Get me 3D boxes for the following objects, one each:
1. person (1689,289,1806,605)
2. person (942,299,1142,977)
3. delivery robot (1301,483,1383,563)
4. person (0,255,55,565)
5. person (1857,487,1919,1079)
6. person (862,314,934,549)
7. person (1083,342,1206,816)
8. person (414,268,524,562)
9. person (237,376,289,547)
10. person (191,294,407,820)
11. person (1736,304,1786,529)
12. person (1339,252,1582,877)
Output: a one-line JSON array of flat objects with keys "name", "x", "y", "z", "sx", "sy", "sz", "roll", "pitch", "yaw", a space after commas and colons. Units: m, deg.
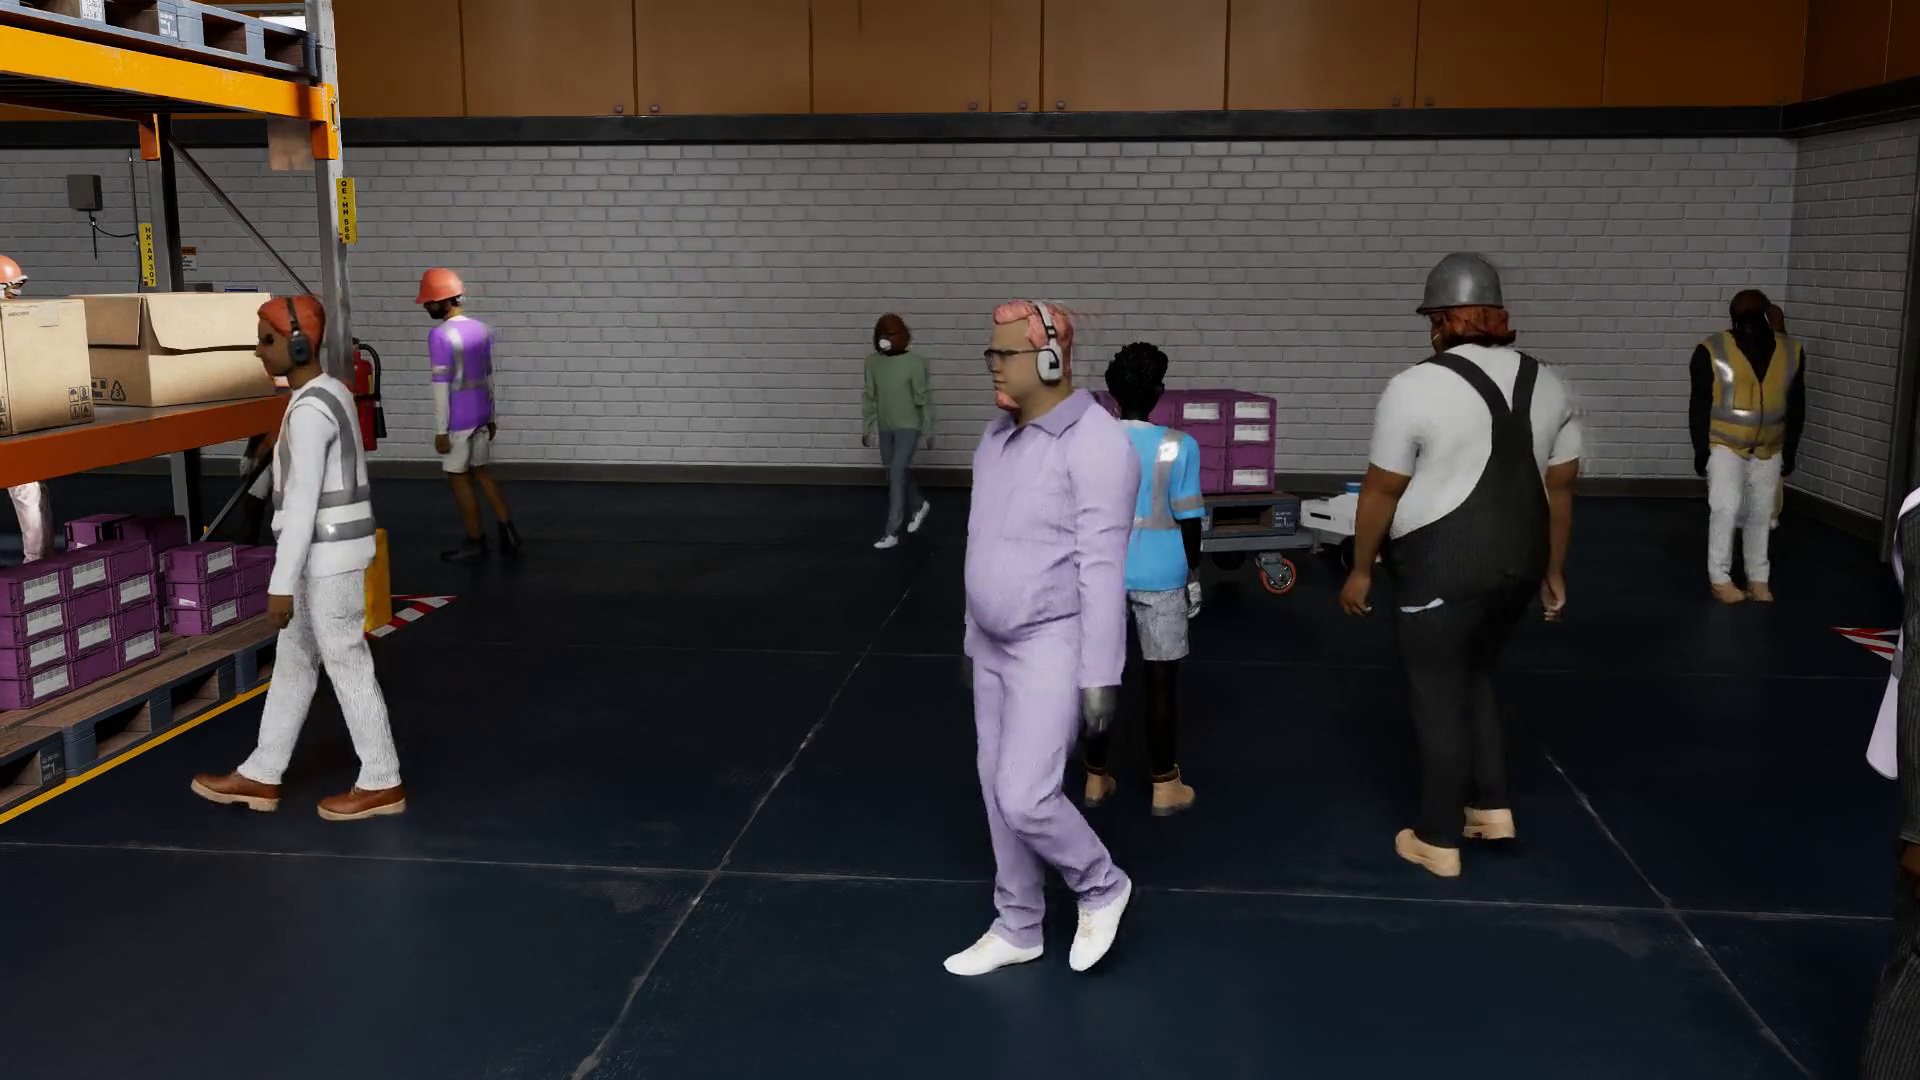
[{"name": "person", "x": 4.463, "y": -0.511, "z": 9.454, "sx": 0.633, "sy": 1.809, "sz": 0.529, "roll": 0, "pitch": 10, "yaw": 0}, {"name": "person", "x": 0.195, "y": 0.298, "z": 4.526, "sx": 0.442, "sy": 1.892, "sz": 0.680, "roll": -6, "pitch": 11, "yaw": -29}, {"name": "delivery robot", "x": 2.477, "y": -0.118, "z": 10.469, "sx": 0.477, "sy": 0.478, "sz": 0.707, "roll": -6, "pitch": 11, "yaw": -31}, {"name": "person", "x": -5.647, "y": -0.676, "z": 9.870, "sx": 0.444, "sy": 1.994, "sz": 0.618, "roll": -4, "pitch": 11, "yaw": -20}, {"name": "person", "x": 2.037, "y": 0.499, "z": 3.306, "sx": 0.590, "sy": 1.919, "sz": 0.391, "roll": -7, "pitch": 12, "yaw": -34}, {"name": "person", "x": -0.395, "y": -0.774, "z": 11.497, "sx": 0.512, "sy": 1.597, "sz": 0.763, "roll": 7, "pitch": 12, "yaw": 33}, {"name": "person", "x": 0.627, "y": 0.143, "z": 5.971, "sx": 0.529, "sy": 1.697, "sz": 0.321, "roll": 5, "pitch": 11, "yaw": 26}, {"name": "person", "x": -3.160, "y": -0.779, "z": 10.686, "sx": 0.523, "sy": 1.907, "sz": 0.621, "roll": 3, "pitch": 10, "yaw": 15}, {"name": "person", "x": -4.082, "y": -0.512, "z": 9.860, "sx": 0.868, "sy": 1.649, "sz": 0.534, "roll": -4, "pitch": 11, "yaw": -24}, {"name": "person", "x": -2.353, "y": 0.092, "z": 5.781, "sx": 0.777, "sy": 1.861, "sz": 0.609, "roll": -3, "pitch": 10, "yaw": -17}, {"name": "person", "x": 5.807, "y": -0.887, "z": 12.056, "sx": 0.500, "sy": 1.633, "sz": 0.280, "roll": 2, "pitch": 10, "yaw": 13}, {"name": "person", "x": 1.625, "y": 0.063, "z": 5.453, "sx": 0.716, "sy": 2.000, "sz": 0.543, "roll": -4, "pitch": 11, "yaw": -24}]
